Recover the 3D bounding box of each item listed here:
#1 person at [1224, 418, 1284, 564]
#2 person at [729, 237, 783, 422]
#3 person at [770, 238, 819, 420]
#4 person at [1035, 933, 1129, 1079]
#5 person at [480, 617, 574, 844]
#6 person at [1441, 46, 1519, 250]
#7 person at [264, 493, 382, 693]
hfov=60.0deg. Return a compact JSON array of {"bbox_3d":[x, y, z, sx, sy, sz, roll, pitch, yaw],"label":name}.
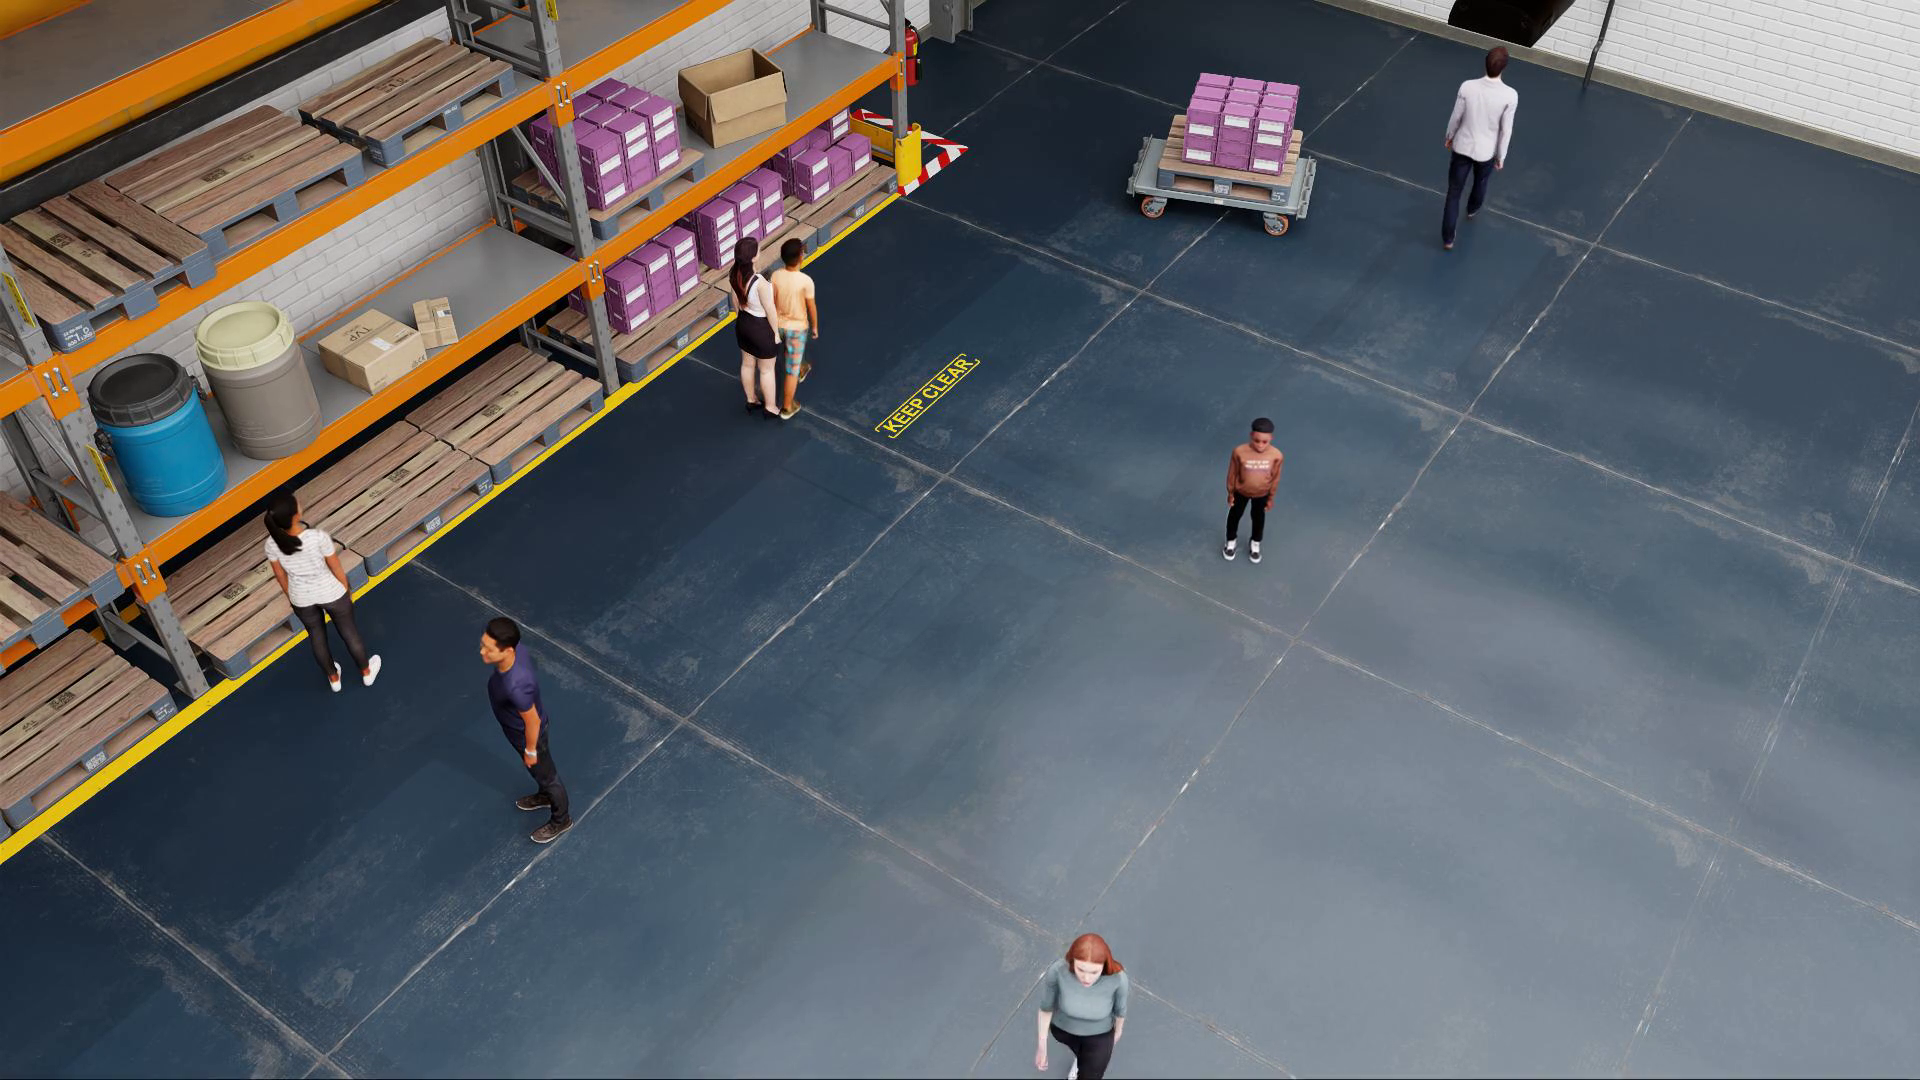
[{"bbox_3d":[2.080,-0.369,11.808,0.578,1.252,0.586,7,44,7],"label":"person"},{"bbox_3d":[-1.577,-1.624,12.838,0.546,1.649,0.499,25,49,24],"label":"person"},{"bbox_3d":[-1.348,-1.622,13.006,0.702,1.414,1.008,14,45,15],"label":"person"},{"bbox_3d":[0.634,2.444,8.533,0.825,1.698,1.150,12,45,12],"label":"person"},{"bbox_3d":[-2.572,1.099,9.872,0.696,1.797,0.714,-20,47,-19],"label":"person"},{"bbox_3d":[4.491,-3.381,14.559,0.876,1.819,1.156,15,46,15],"label":"person"},{"bbox_3d":[-4.158,0.352,10.769,0.643,1.642,0.701,-7,44,-7],"label":"person"}]
